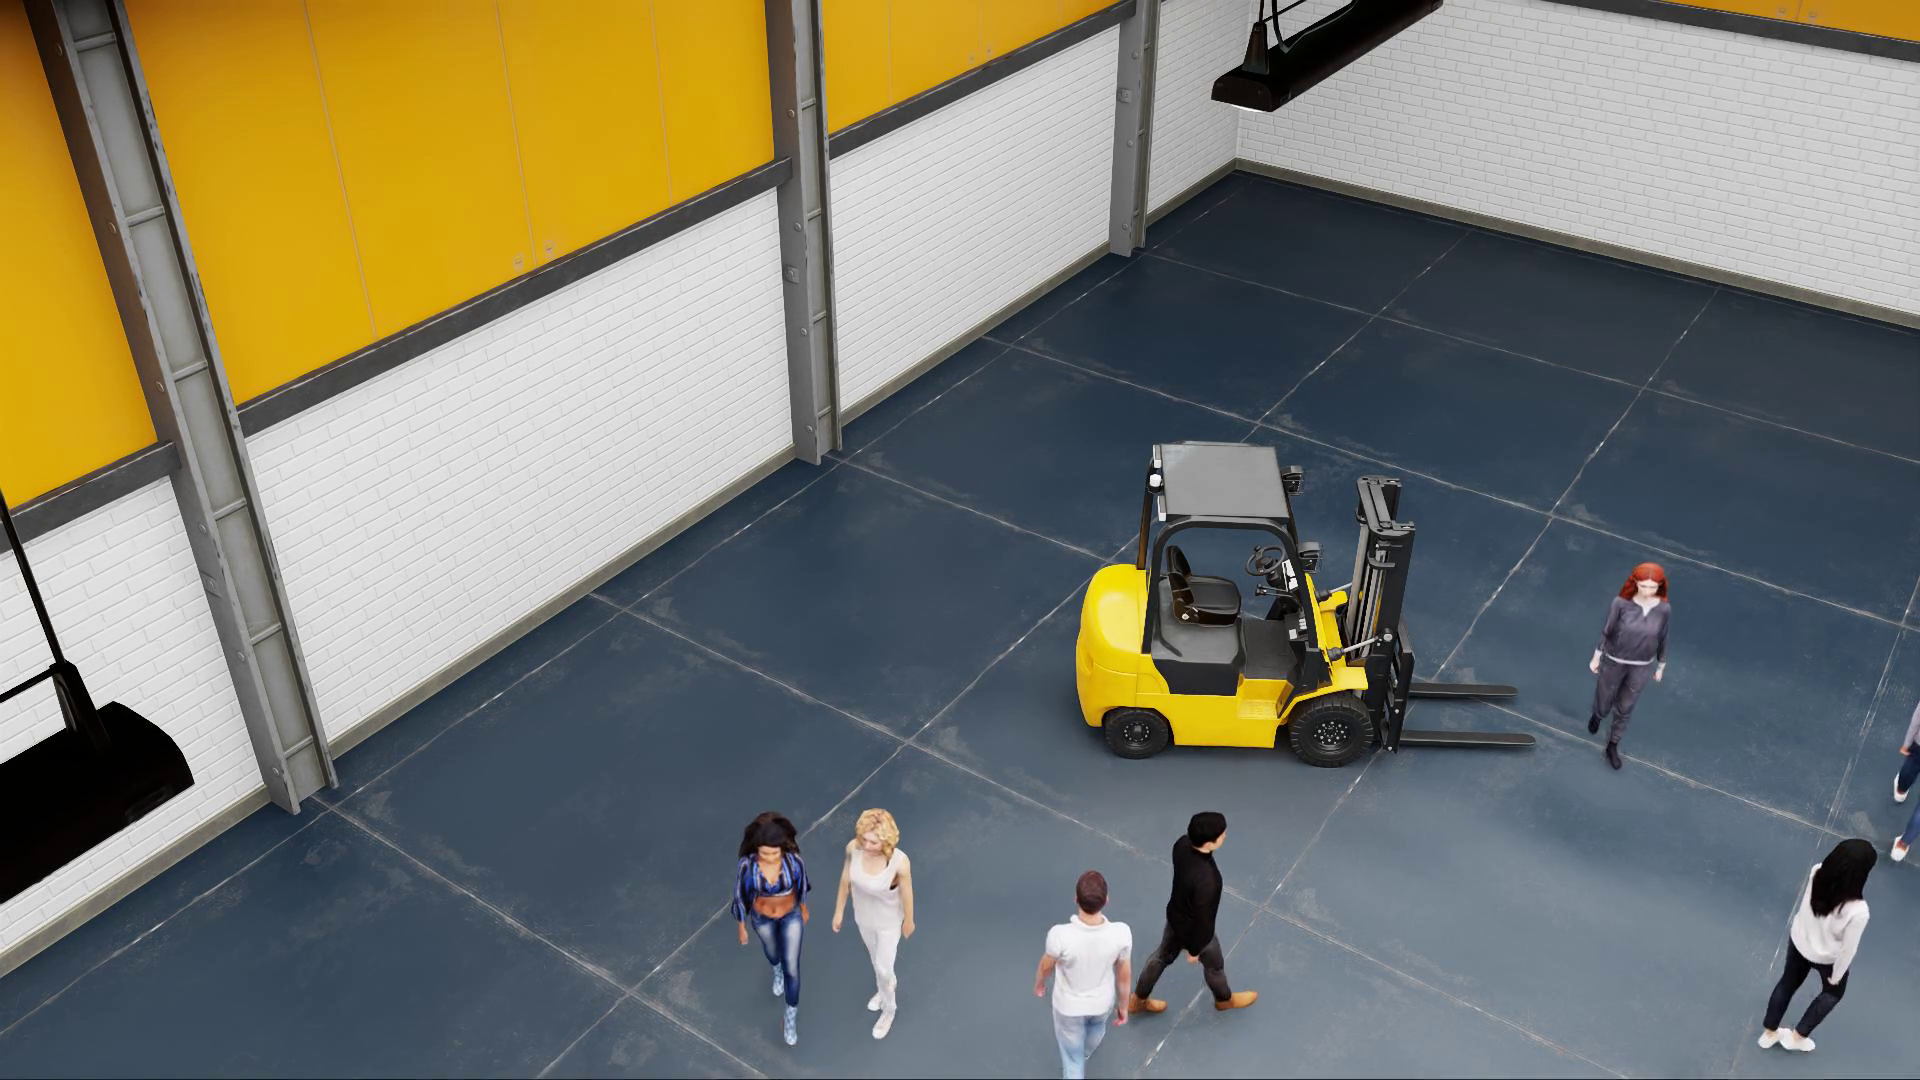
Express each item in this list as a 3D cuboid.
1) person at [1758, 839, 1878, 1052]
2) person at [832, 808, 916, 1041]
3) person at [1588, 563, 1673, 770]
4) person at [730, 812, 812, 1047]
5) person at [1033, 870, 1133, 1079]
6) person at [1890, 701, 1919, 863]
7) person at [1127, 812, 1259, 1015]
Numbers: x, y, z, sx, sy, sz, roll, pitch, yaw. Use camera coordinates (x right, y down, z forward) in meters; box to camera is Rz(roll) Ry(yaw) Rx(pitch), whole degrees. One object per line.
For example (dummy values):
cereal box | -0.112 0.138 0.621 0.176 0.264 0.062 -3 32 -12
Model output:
person | 5.019 2.436 9.866 0.744 1.687 0.718 -13 36 -18
person | -0.458 2.234 10.197 0.615 1.659 0.661 20 39 28
person | 4.846 0.861 12.163 0.783 1.769 0.819 5 34 7
person | -1.132 2.251 10.229 0.937 1.595 1.019 -3 34 -4
person | 0.714 2.686 9.371 1.096 1.819 1.143 -7 34 -10
person | 6.669 1.462 11.339 0.701 1.680 1.178 17 37 24
person | 1.334 2.303 10.069 1.173 1.685 1.050 -9 35 -14
